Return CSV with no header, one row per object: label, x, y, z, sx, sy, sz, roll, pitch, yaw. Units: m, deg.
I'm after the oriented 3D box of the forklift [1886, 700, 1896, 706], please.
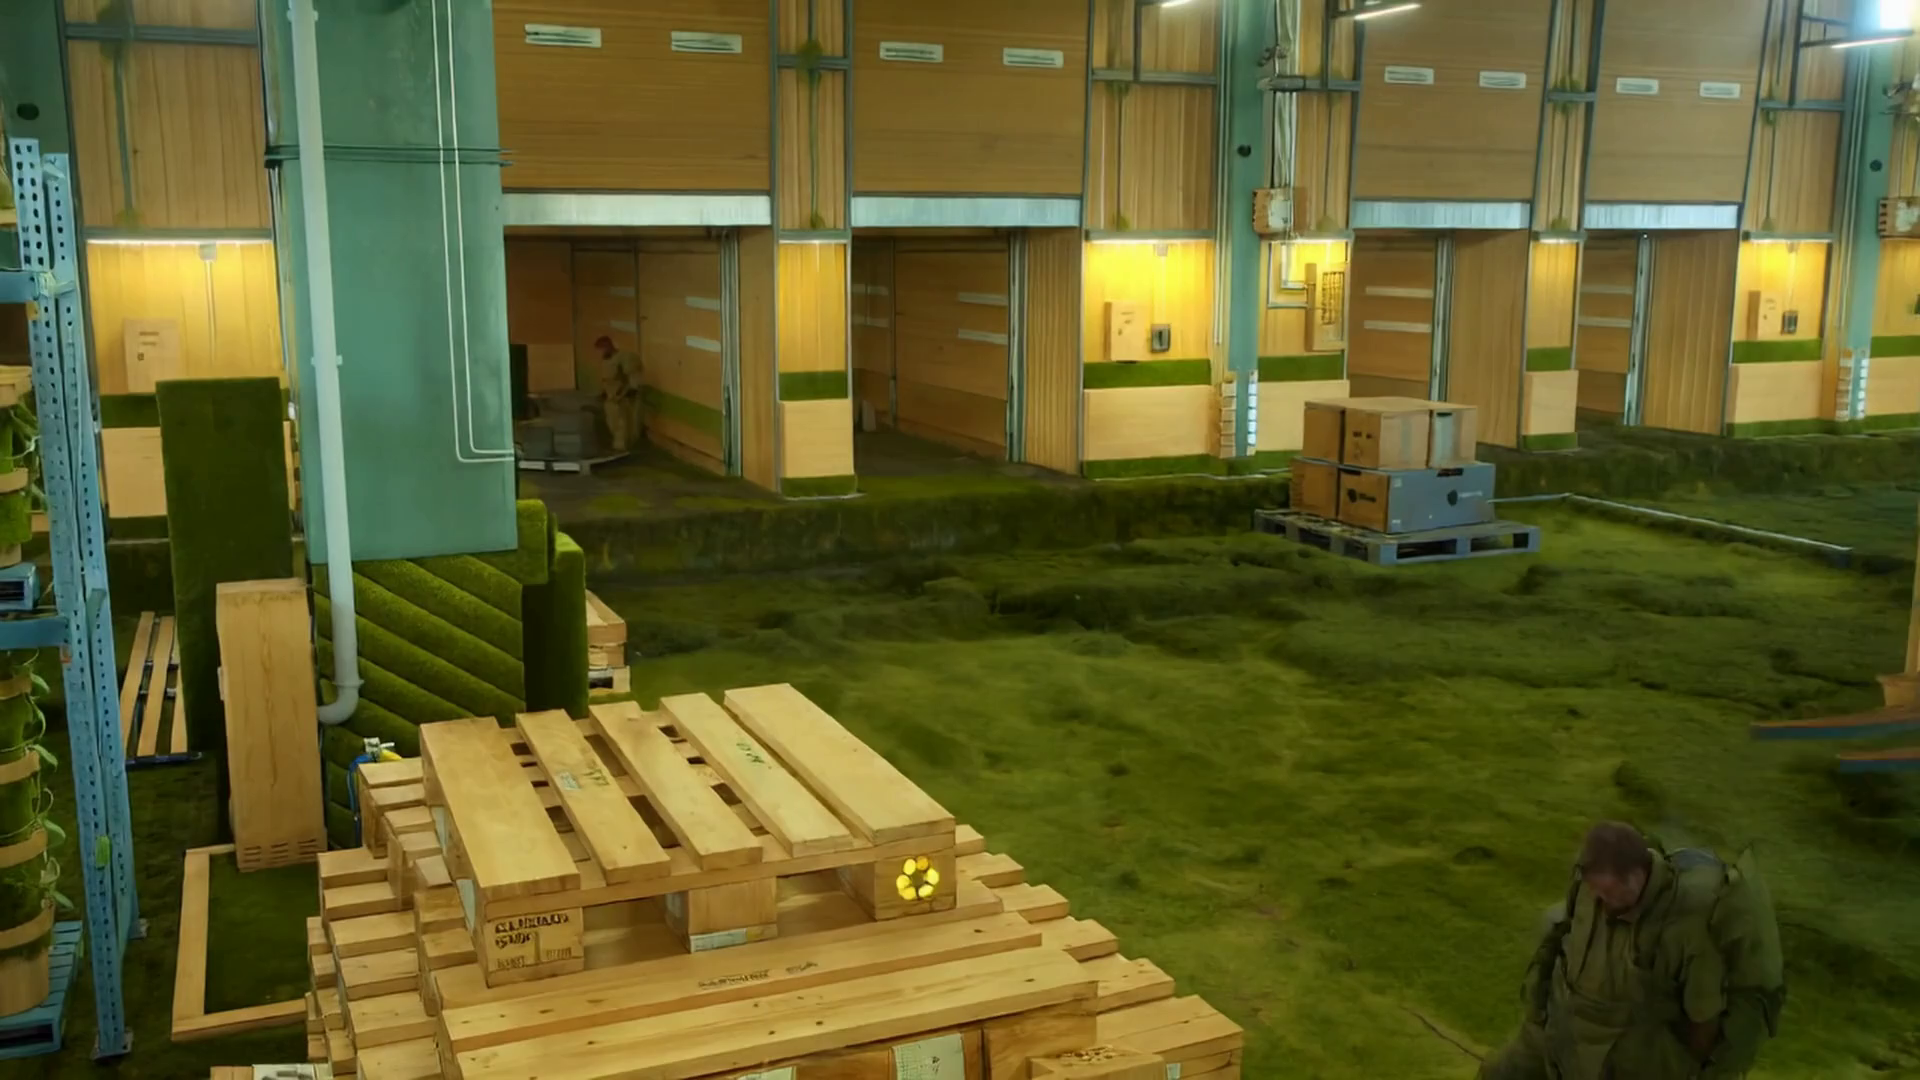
forklift,6.358,-0.334,9.026,1.873,2.768,1.129,-3,11,-16
